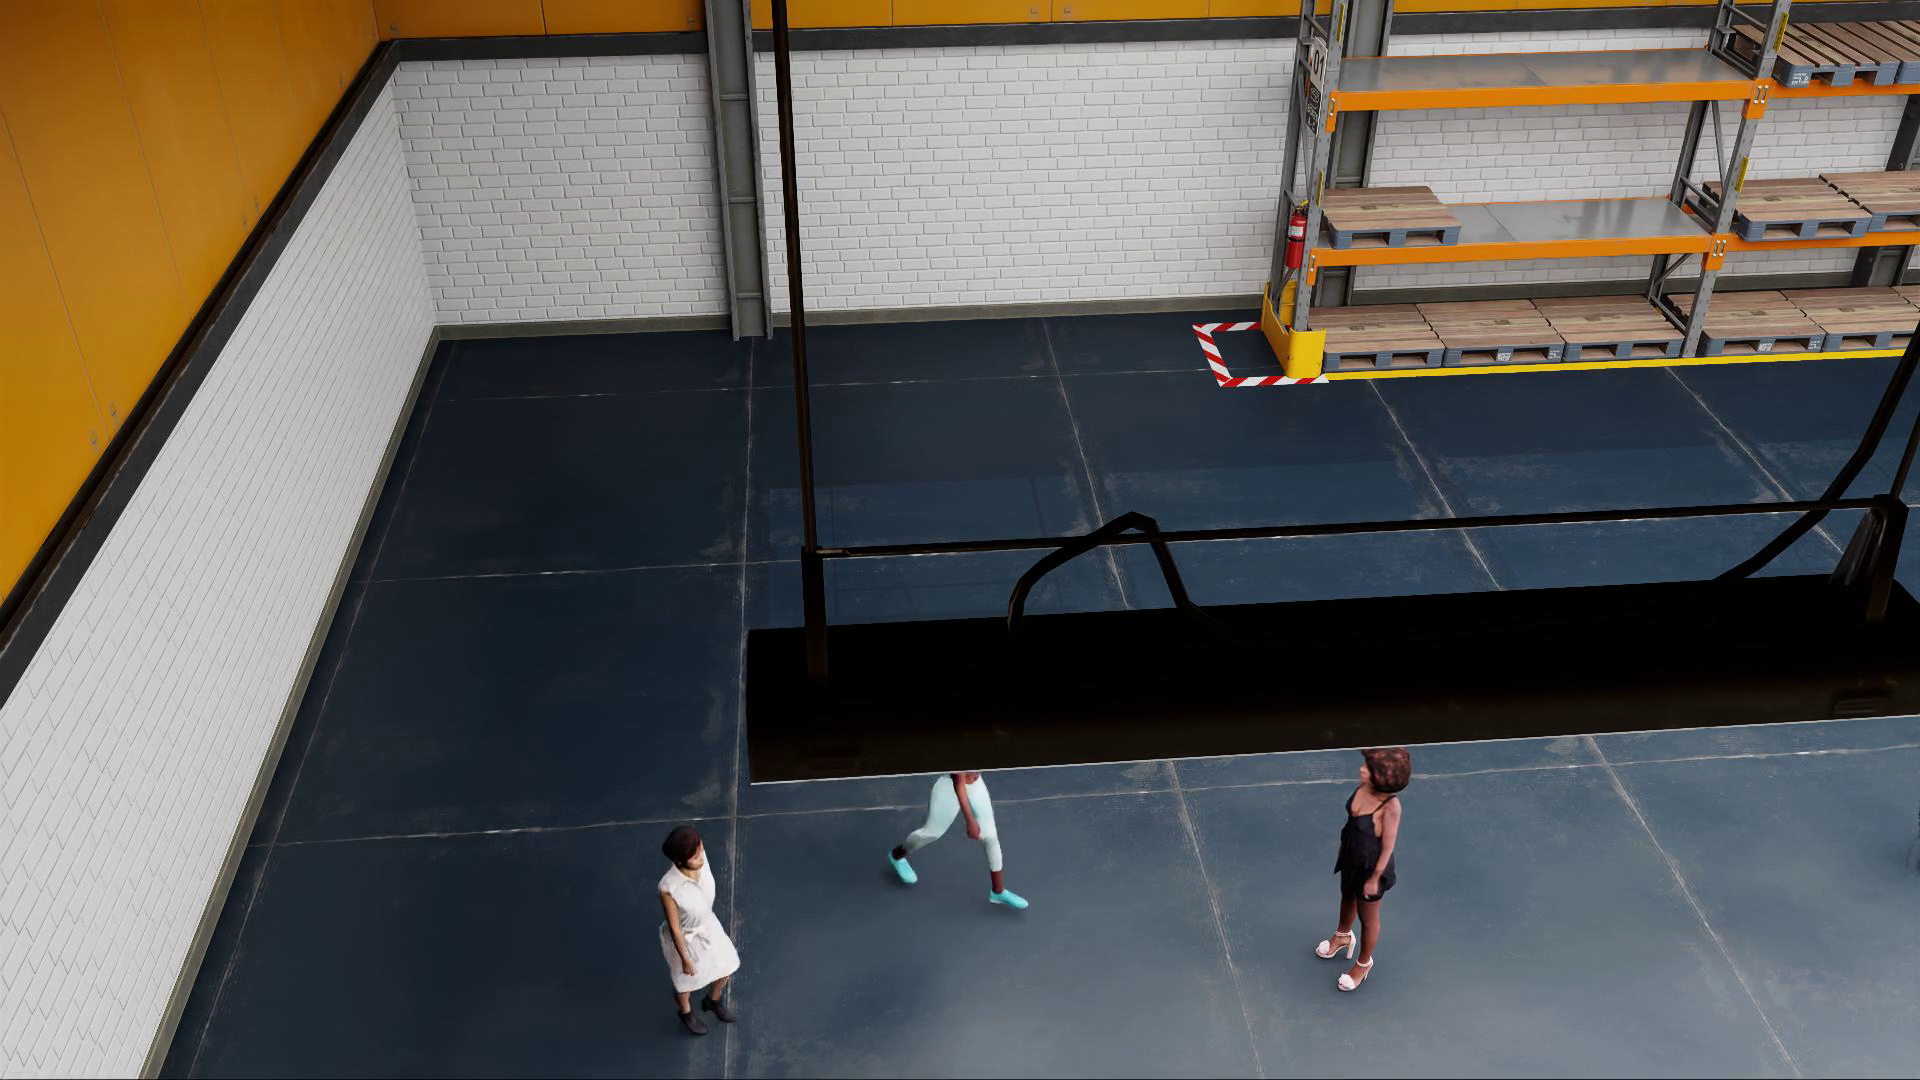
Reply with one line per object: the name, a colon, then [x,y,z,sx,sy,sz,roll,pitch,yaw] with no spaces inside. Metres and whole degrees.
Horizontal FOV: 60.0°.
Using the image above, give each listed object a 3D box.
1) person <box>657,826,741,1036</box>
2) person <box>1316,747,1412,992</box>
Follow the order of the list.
person: [-1.555,2.161,9.192,0.749,1.540,0.700,18,37,25]
person: [2.310,1.831,9.464,0.584,1.790,0.592,-9,35,-13]
